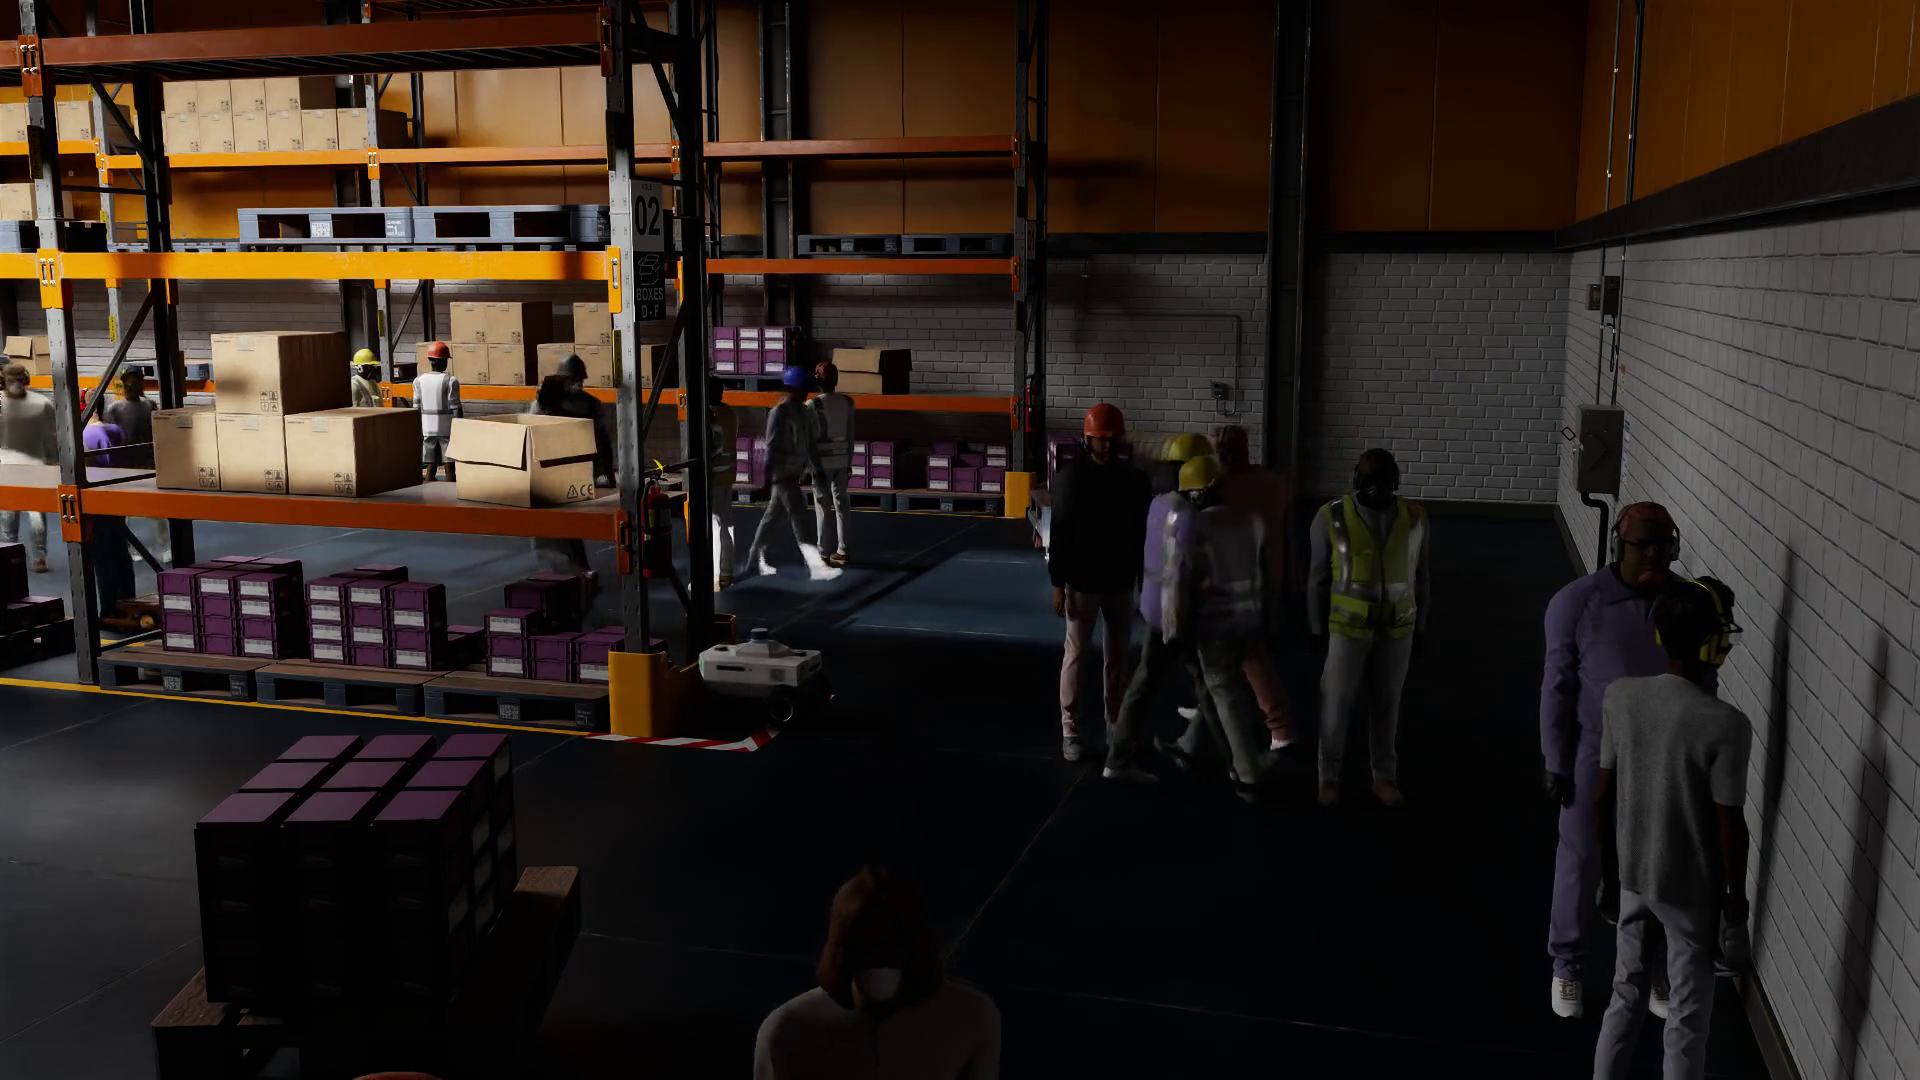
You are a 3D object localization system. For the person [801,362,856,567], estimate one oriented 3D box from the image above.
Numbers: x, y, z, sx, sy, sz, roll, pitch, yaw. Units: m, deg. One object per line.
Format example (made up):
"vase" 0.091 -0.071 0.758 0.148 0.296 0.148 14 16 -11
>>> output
"person" -1.206 -0.683 15.211 0.575 1.882 0.355 -9 13 -44

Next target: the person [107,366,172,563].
"person" -7.530 -0.677 15.302 0.920 1.834 0.564 6 11 33

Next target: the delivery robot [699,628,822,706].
"delivery robot" -1.208 0.776 10.066 0.707 0.478 0.477 3 10 16

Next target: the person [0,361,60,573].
"person" -8.489 -0.667 15.012 0.665 1.918 0.571 -7 12 -37

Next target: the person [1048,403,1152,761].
"person" 0.791 0.232 9.290 0.612 1.995 0.382 -3 10 -17

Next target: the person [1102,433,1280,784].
"person" 1.190 0.374 8.800 0.965 1.868 0.582 -3 10 -16

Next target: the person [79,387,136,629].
"person" -6.500 -0.240 12.655 0.377 1.838 0.563 0 9 1

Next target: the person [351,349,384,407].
"person" -6.621 -1.216 18.606 0.403 1.835 0.586 1 9 4

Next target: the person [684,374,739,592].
"person" -2.117 -0.485 14.128 0.429 1.844 0.625 3 10 18

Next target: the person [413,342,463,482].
"person" -5.627 -1.176 18.050 0.551 1.935 0.372 2 10 12

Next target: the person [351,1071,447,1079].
"person" -0.520 1.476 1.719 0.613 1.991 0.391 5 11 29

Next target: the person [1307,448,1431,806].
"person" 2.079 0.447 8.452 0.634 1.839 0.429 0 9 -2

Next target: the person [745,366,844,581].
"person" -1.499 -0.590 14.647 0.972 1.891 0.614 3 10 15

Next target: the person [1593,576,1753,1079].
"person" 2.073 1.026 4.831 0.328 1.872 0.515 -5 11 -29

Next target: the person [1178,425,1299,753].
"person" 1.632 0.274 9.513 0.653 1.851 0.972 -7 11 -35

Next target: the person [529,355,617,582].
"person" -3.332 -0.635 14.435 0.698 2.000 0.984 -9 13 -43

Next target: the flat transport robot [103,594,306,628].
"flat transport robot" -5.701 0.536 12.675 1.431 0.197 0.652 3 10 15

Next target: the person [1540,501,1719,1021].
"person" 2.440 0.806 6.059 0.643 1.909 0.410 0 9 1

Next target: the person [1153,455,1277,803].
"person" 1.335 0.439 8.697 0.607 1.768 0.909 -5 10 -26

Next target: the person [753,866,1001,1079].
"person" -0.171 1.410 3.361 0.517 1.581 0.871 -1 9 -5

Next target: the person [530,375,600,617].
"person" -3.083 -0.315 12.862 0.716 1.917 0.636 6 11 31
